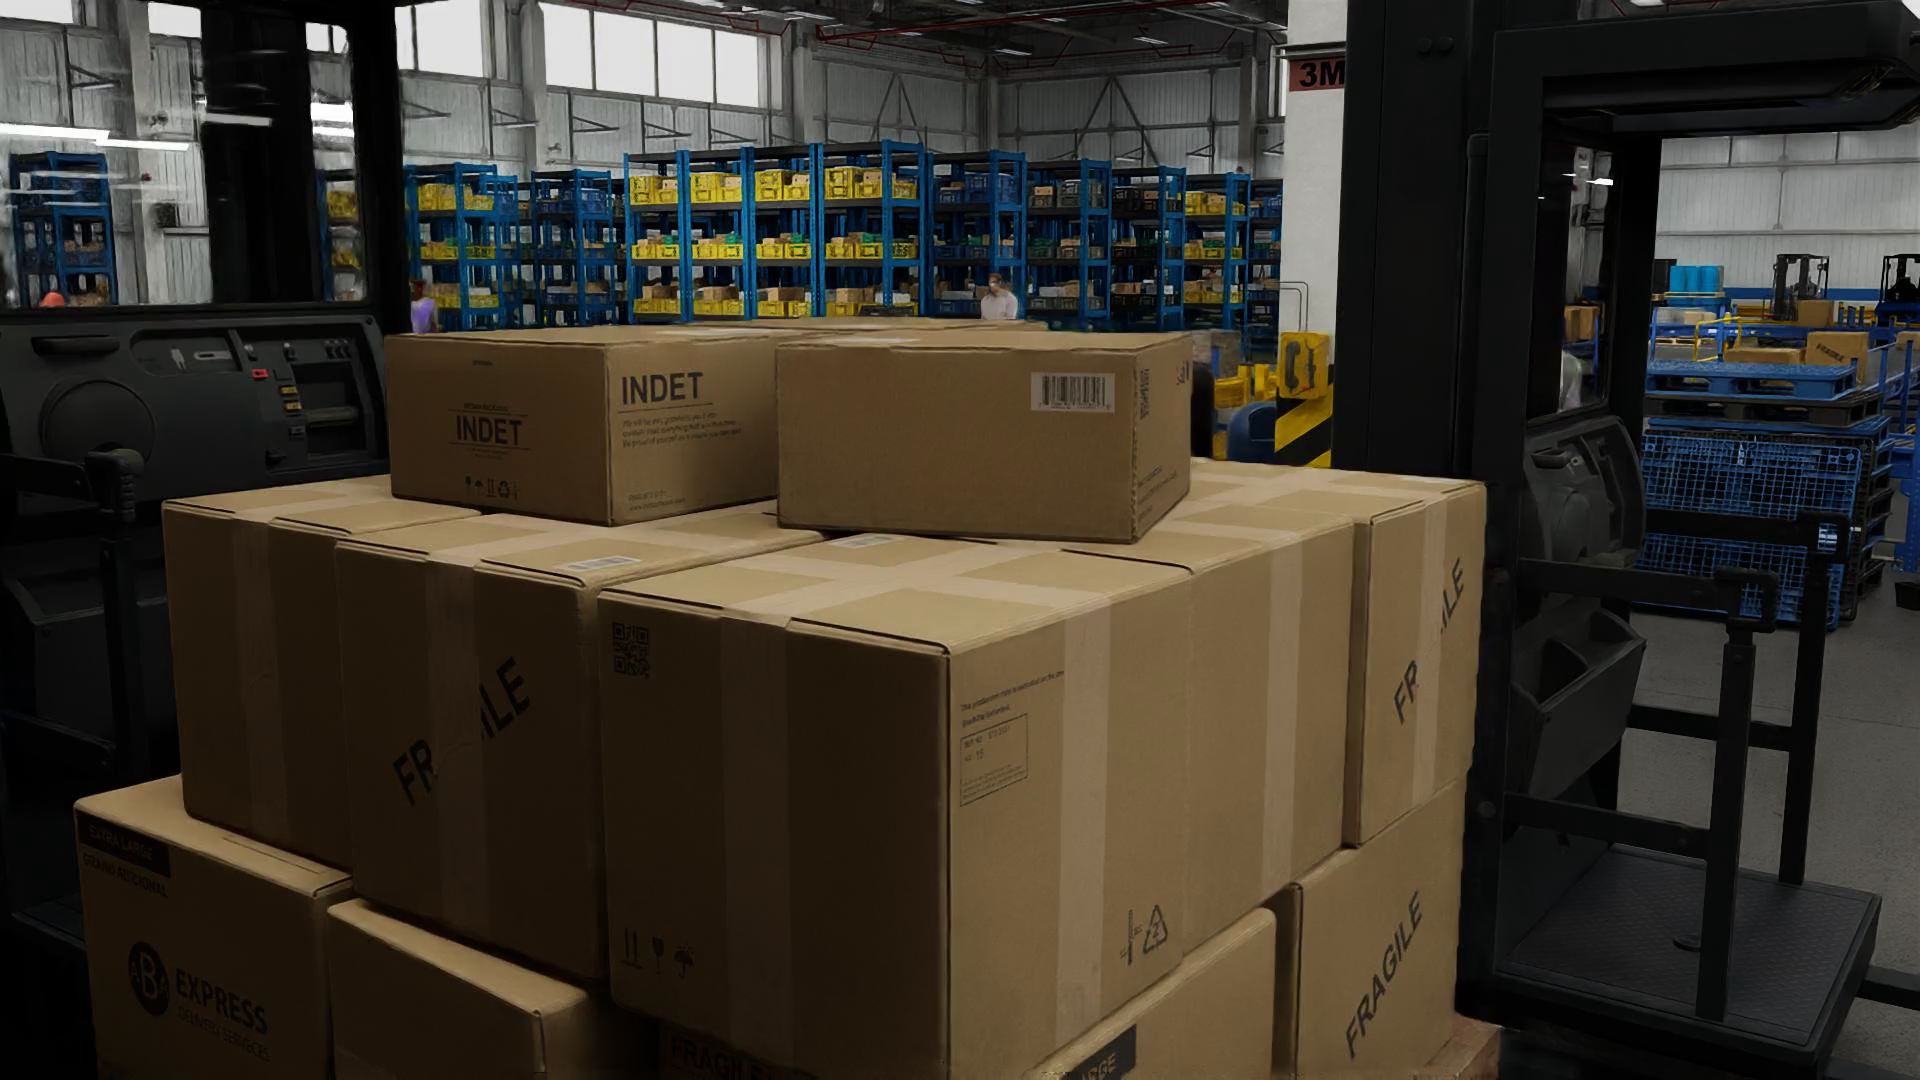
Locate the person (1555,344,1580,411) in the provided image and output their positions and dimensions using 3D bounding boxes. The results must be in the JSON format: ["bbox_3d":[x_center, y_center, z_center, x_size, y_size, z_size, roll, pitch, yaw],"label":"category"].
[{"bbox_3d":[3.172,-0.487,9.386,0.639,1.901,0.960,-1,10,-3],"label":"person"}]

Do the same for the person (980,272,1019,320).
[{"bbox_3d":[0.551,-2.836,23.435,0.635,1.870,0.960,6,11,31],"label":"person"}]

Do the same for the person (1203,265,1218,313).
[{"bbox_3d":[7.351,-7.105,48.536,0.608,1.986,0.400,8,13,41],"label":"person"}]

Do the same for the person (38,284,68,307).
[{"bbox_3d":[-10.519,-2.105,19.425,0.329,1.751,0.571,-7,12,-37],"label":"person"}]

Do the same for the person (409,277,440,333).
[{"bbox_3d":[-7.311,-2.615,22.318,0.567,1.795,0.964,3,10,19],"label":"person"}]

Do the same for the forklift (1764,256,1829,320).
[{"bbox_3d":[20.253,-5.854,40.139,1.157,1.987,2.680,7,12,35],"label":"forklift"}]

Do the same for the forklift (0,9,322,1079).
[{"bbox_3d":[-1.997,-0.082,4.030,1.873,2.768,1.129,7,12,35],"label":"forklift"}]

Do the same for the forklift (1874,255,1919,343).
[{"bbox_3d":[22.089,-5.634,38.796,1.157,1.987,2.680,6,11,33],"label":"forklift"}]

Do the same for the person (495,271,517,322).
[{"bbox_3d":[-9.989,-5.022,36.655,0.599,1.808,0.812,4,10,23],"label":"person"}]

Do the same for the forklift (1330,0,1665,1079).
[{"bbox_3d":[1.249,-0.137,4.360,1.873,2.768,1.129,7,12,35],"label":"forklift"}]
